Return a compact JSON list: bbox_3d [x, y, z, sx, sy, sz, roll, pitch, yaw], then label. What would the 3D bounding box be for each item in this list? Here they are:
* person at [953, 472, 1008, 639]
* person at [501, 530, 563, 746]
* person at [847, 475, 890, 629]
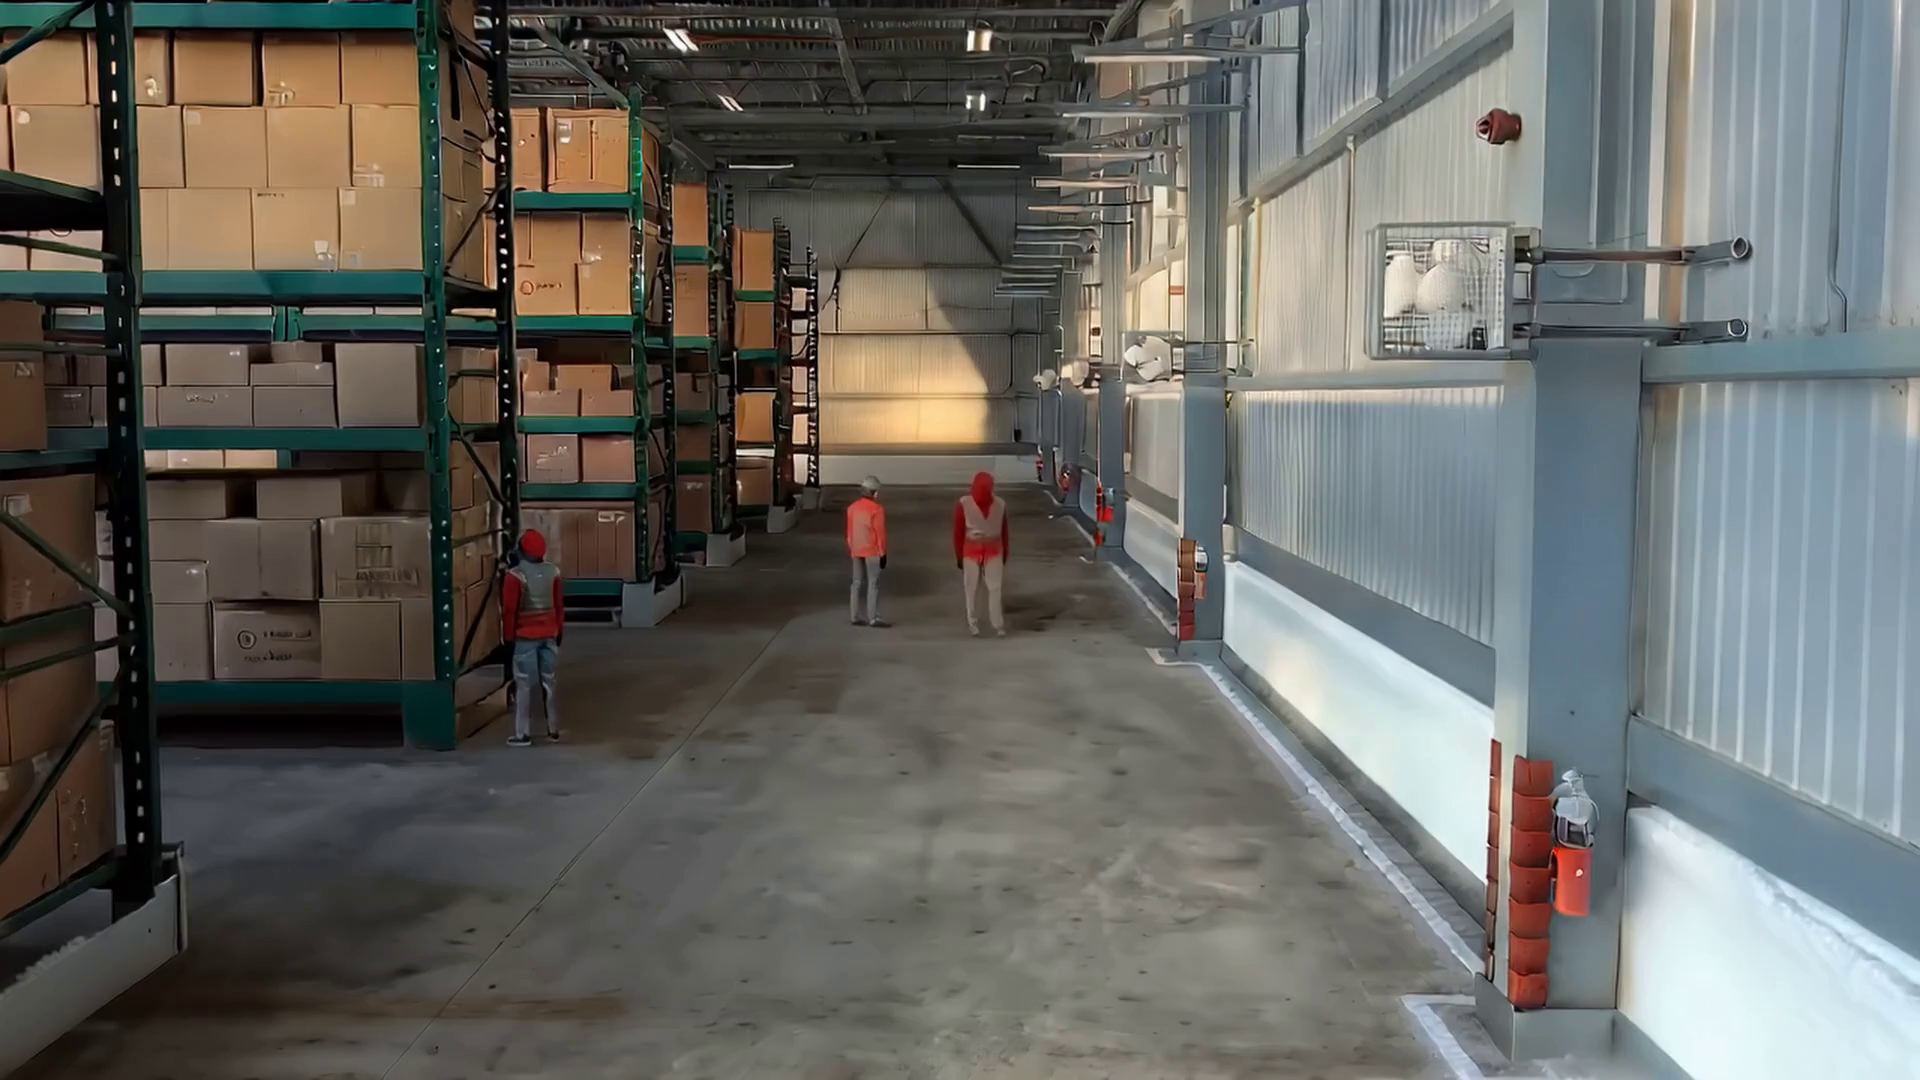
[{"bbox_3d":[0.257,0.178,18.026,0.644,1.809,0.810,-1,5,-13],"label":"person"},{"bbox_3d":[-3.211,0.735,12.546,0.317,1.631,0.518,5,7,44],"label":"person"},{"bbox_3d":[-1.028,0.131,18.889,0.573,1.746,0.347,5,7,44],"label":"person"}]
